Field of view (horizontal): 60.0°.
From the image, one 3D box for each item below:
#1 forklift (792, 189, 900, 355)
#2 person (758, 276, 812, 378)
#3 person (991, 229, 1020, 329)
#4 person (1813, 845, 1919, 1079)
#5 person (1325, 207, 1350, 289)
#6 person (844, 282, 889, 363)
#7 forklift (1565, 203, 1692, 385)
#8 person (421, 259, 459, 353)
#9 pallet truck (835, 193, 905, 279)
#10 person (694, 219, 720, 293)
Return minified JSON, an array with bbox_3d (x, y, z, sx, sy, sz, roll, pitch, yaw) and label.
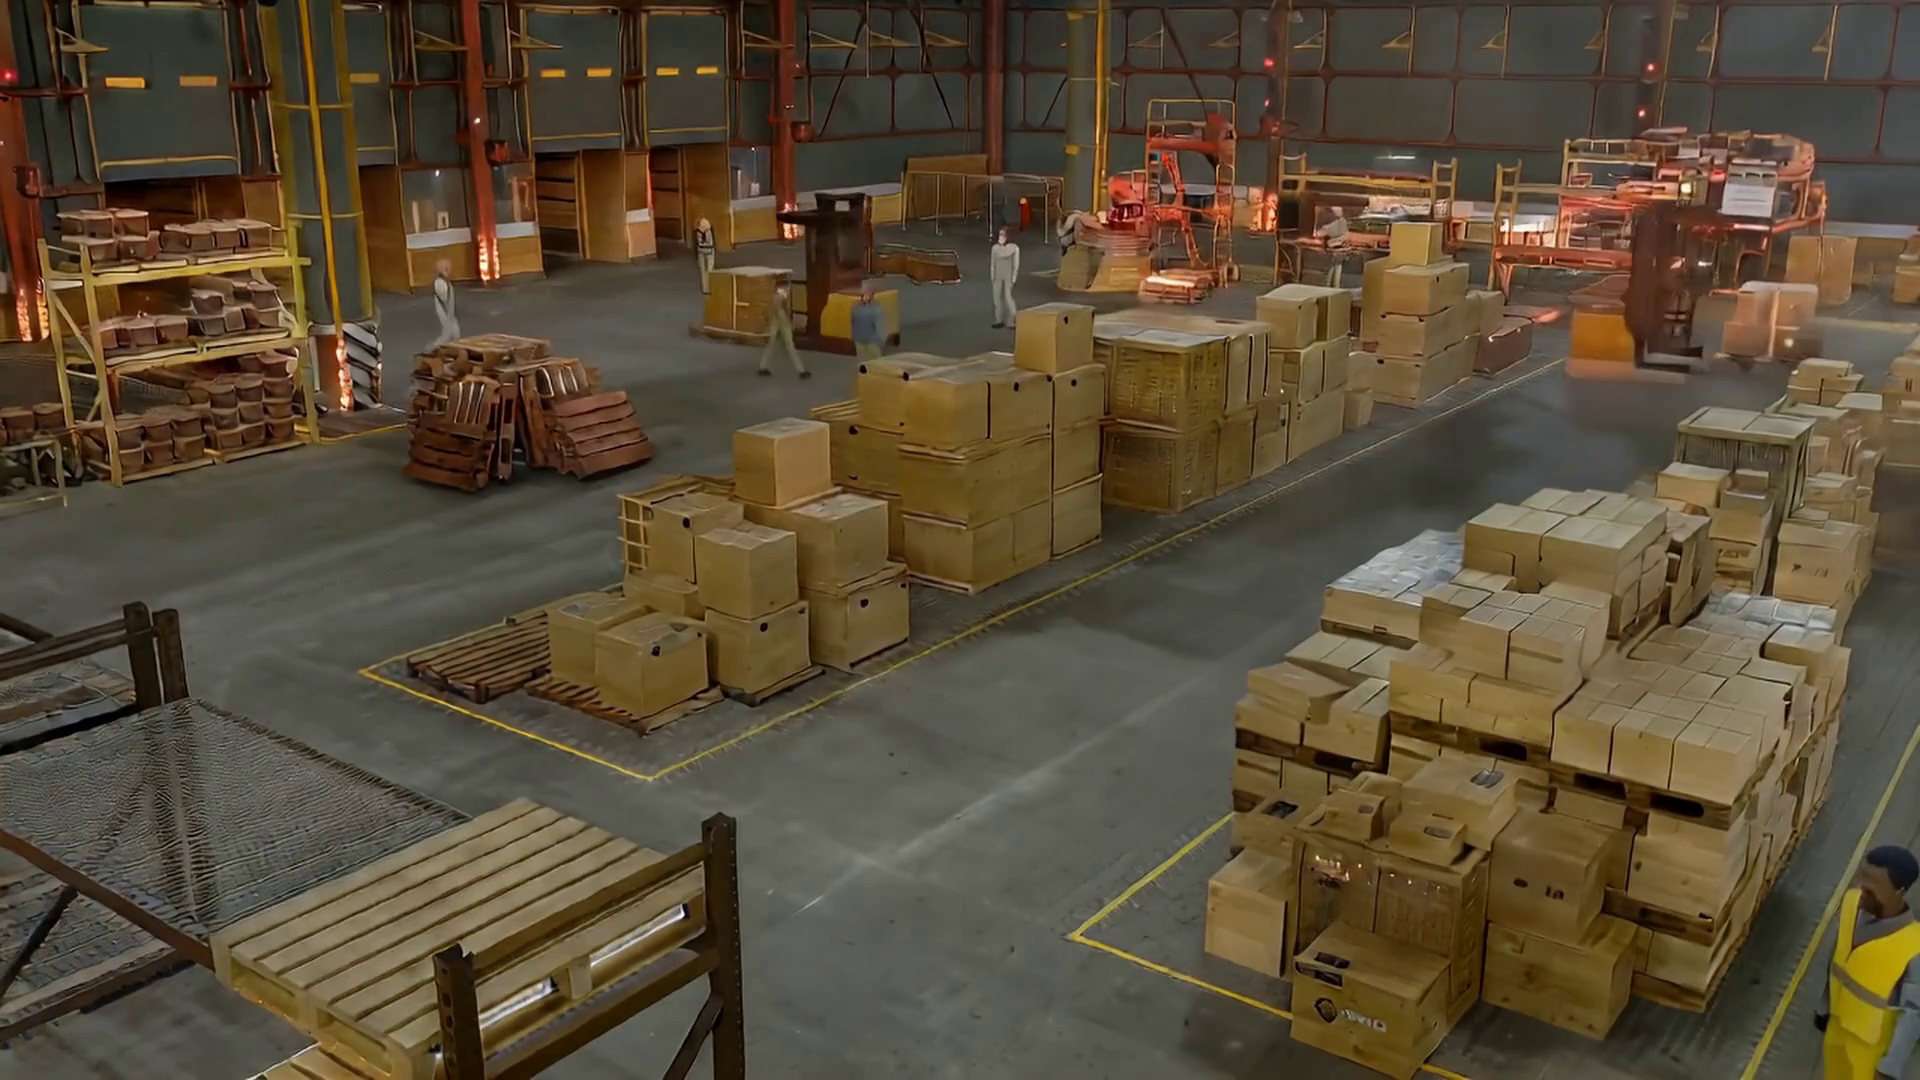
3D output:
[{"bbox_3d":[-2.103,-4.831,29.771,1.873,2.768,1.129,12,21,35],"label":"forklift"},{"bbox_3d":[-2.934,-3.510,27.414,0.919,1.695,0.502,1,17,4],"label":"person"},{"bbox_3d":[0.862,-5.037,32.117,0.651,1.920,0.522,9,19,28],"label":"person"},{"bbox_3d":[4.241,2.305,7.791,0.391,1.914,0.593,-2,17,-5],"label":"person"},{"bbox_3d":[8.214,-6.277,36.197,0.609,1.921,0.418,-13,21,-36],"label":"person"},{"bbox_3d":[-1.457,-2.927,25.134,0.635,1.909,0.865,9,19,28],"label":"person"},{"bbox_3d":[11.128,-4.088,27.312,1.873,2.768,1.129,8,19,26],"label":"forklift"},{"bbox_3d":[-8.877,-3.914,28.536,0.740,1.824,0.521,-2,17,-8],"label":"person"},{"bbox_3d":[-1.936,-7.159,38.982,1.885,1.965,0.823,-12,21,-34],"label":"pallet truck"},{"bbox_3d":[-5.585,-6.278,36.749,0.529,1.590,0.864,-3,17,-11],"label":"person"}]
